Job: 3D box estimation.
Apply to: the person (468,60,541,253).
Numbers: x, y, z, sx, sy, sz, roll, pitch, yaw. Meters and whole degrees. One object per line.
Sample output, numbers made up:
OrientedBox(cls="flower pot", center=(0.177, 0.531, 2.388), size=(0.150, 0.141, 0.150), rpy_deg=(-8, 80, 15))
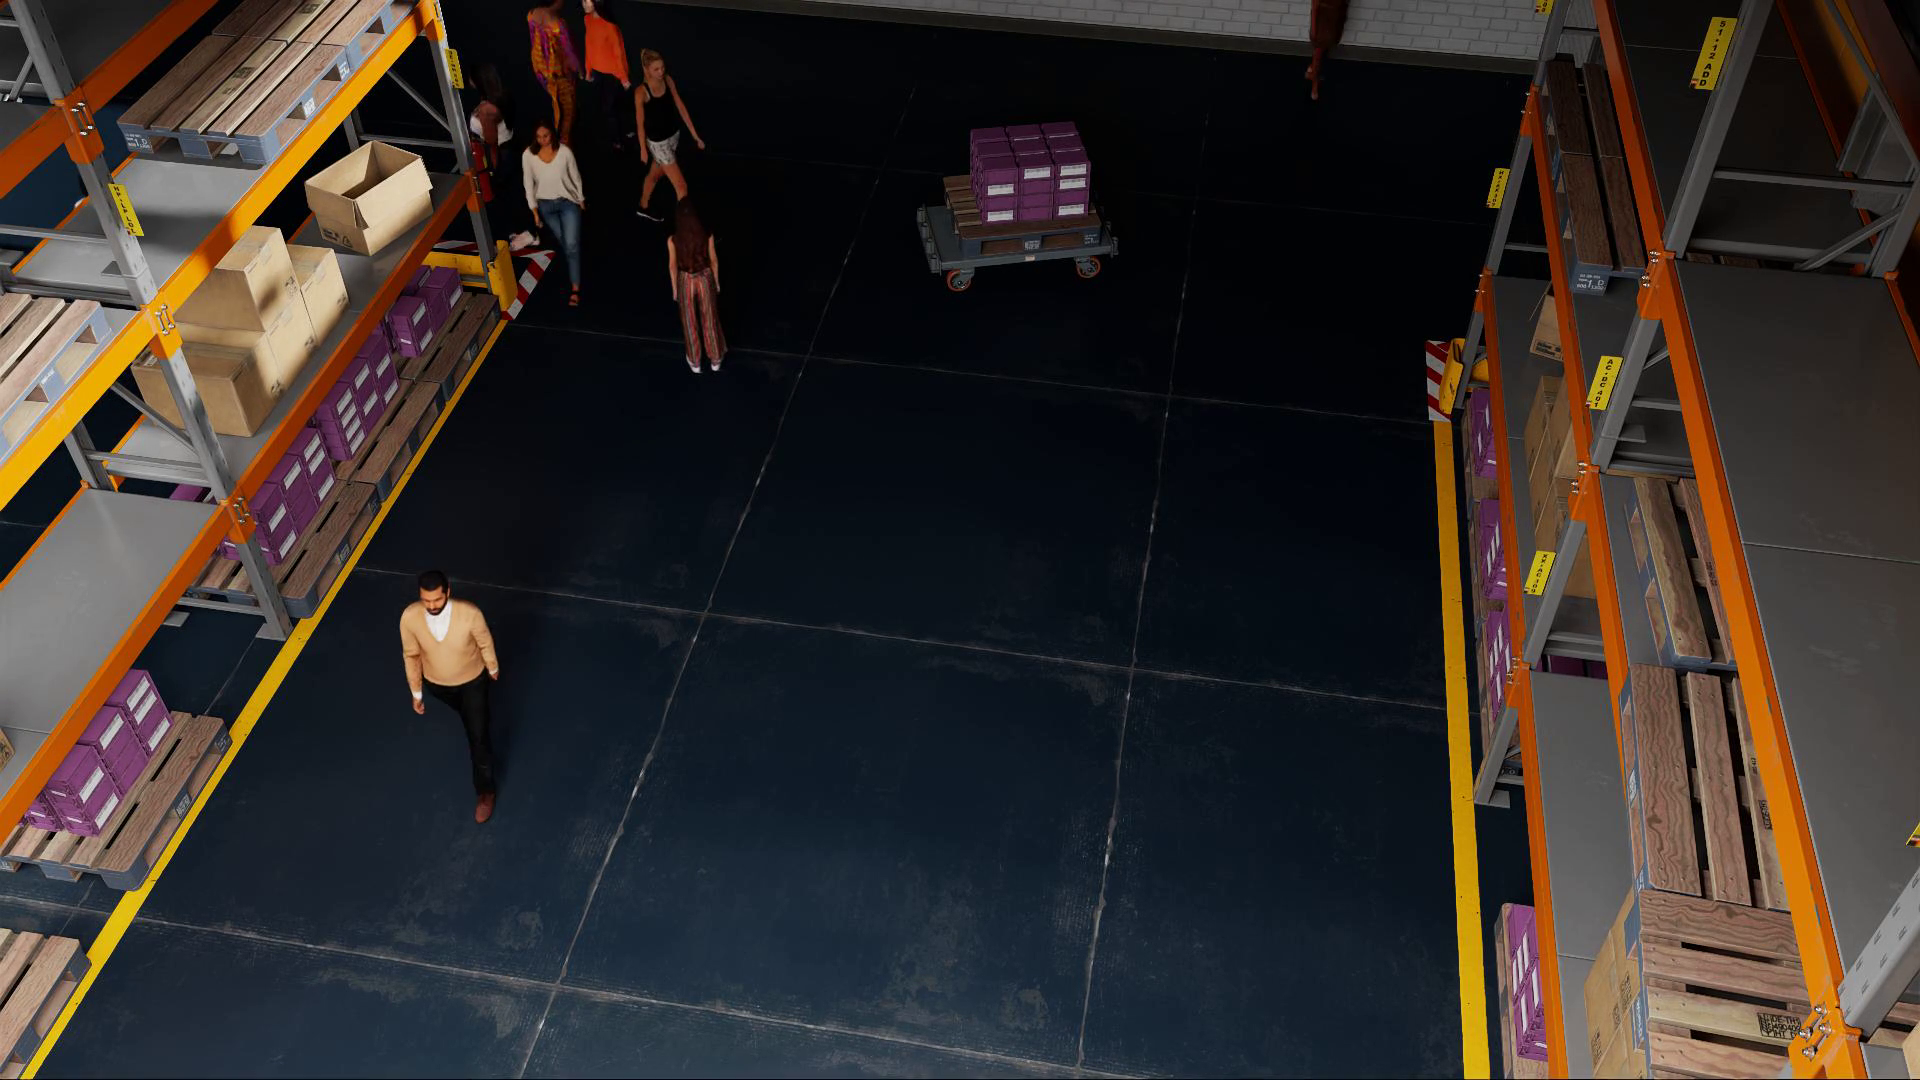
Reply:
OrientedBox(cls="person", center=(-3.845, -3.275, 14.324), size=(0.714, 1.798, 0.586), rpy_deg=(10, 44, 10))

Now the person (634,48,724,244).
OrientedBox(cls="person", center=(-2.668, -3.493, 14.564), size=(0.972, 1.781, 1.234), rpy_deg=(22, 48, 21))

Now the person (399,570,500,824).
OrientedBox(cls="person", center=(-3.061, 0.783, 10.128), size=(0.794, 1.711, 1.216), rpy_deg=(0, 44, 0))

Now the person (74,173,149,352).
OrientedBox(cls="person", center=(-6.680, -2.267, 13.345), size=(0.644, 1.688, 0.587), rpy_deg=(8, 44, 8))

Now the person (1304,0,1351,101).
OrientedBox(cls="person", center=(3.620, -5.121, 16.366), size=(0.802, 1.654, 0.860), rpy_deg=(-27, 50, -26))

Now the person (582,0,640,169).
OrientedBox(cls="person", center=(-3.187, -4.376, 15.526), size=(0.846, 1.734, 0.788), rpy_deg=(-32, 52, -29))

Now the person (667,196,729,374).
OrientedBox(cls="person", center=(-2.083, -2.024, 13.182), size=(0.629, 1.561, 0.645), rpy_deg=(-10, 45, -11))

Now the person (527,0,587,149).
OrientedBox(cls="person", center=(-3.844, -4.441, 15.656), size=(0.878, 1.648, 0.943), rpy_deg=(26, 49, 25))

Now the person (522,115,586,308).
OrientedBox(cls="person", center=(-3.392, -2.865, 14.009), size=(0.773, 1.638, 1.140), rpy_deg=(-2, 44, -2))
